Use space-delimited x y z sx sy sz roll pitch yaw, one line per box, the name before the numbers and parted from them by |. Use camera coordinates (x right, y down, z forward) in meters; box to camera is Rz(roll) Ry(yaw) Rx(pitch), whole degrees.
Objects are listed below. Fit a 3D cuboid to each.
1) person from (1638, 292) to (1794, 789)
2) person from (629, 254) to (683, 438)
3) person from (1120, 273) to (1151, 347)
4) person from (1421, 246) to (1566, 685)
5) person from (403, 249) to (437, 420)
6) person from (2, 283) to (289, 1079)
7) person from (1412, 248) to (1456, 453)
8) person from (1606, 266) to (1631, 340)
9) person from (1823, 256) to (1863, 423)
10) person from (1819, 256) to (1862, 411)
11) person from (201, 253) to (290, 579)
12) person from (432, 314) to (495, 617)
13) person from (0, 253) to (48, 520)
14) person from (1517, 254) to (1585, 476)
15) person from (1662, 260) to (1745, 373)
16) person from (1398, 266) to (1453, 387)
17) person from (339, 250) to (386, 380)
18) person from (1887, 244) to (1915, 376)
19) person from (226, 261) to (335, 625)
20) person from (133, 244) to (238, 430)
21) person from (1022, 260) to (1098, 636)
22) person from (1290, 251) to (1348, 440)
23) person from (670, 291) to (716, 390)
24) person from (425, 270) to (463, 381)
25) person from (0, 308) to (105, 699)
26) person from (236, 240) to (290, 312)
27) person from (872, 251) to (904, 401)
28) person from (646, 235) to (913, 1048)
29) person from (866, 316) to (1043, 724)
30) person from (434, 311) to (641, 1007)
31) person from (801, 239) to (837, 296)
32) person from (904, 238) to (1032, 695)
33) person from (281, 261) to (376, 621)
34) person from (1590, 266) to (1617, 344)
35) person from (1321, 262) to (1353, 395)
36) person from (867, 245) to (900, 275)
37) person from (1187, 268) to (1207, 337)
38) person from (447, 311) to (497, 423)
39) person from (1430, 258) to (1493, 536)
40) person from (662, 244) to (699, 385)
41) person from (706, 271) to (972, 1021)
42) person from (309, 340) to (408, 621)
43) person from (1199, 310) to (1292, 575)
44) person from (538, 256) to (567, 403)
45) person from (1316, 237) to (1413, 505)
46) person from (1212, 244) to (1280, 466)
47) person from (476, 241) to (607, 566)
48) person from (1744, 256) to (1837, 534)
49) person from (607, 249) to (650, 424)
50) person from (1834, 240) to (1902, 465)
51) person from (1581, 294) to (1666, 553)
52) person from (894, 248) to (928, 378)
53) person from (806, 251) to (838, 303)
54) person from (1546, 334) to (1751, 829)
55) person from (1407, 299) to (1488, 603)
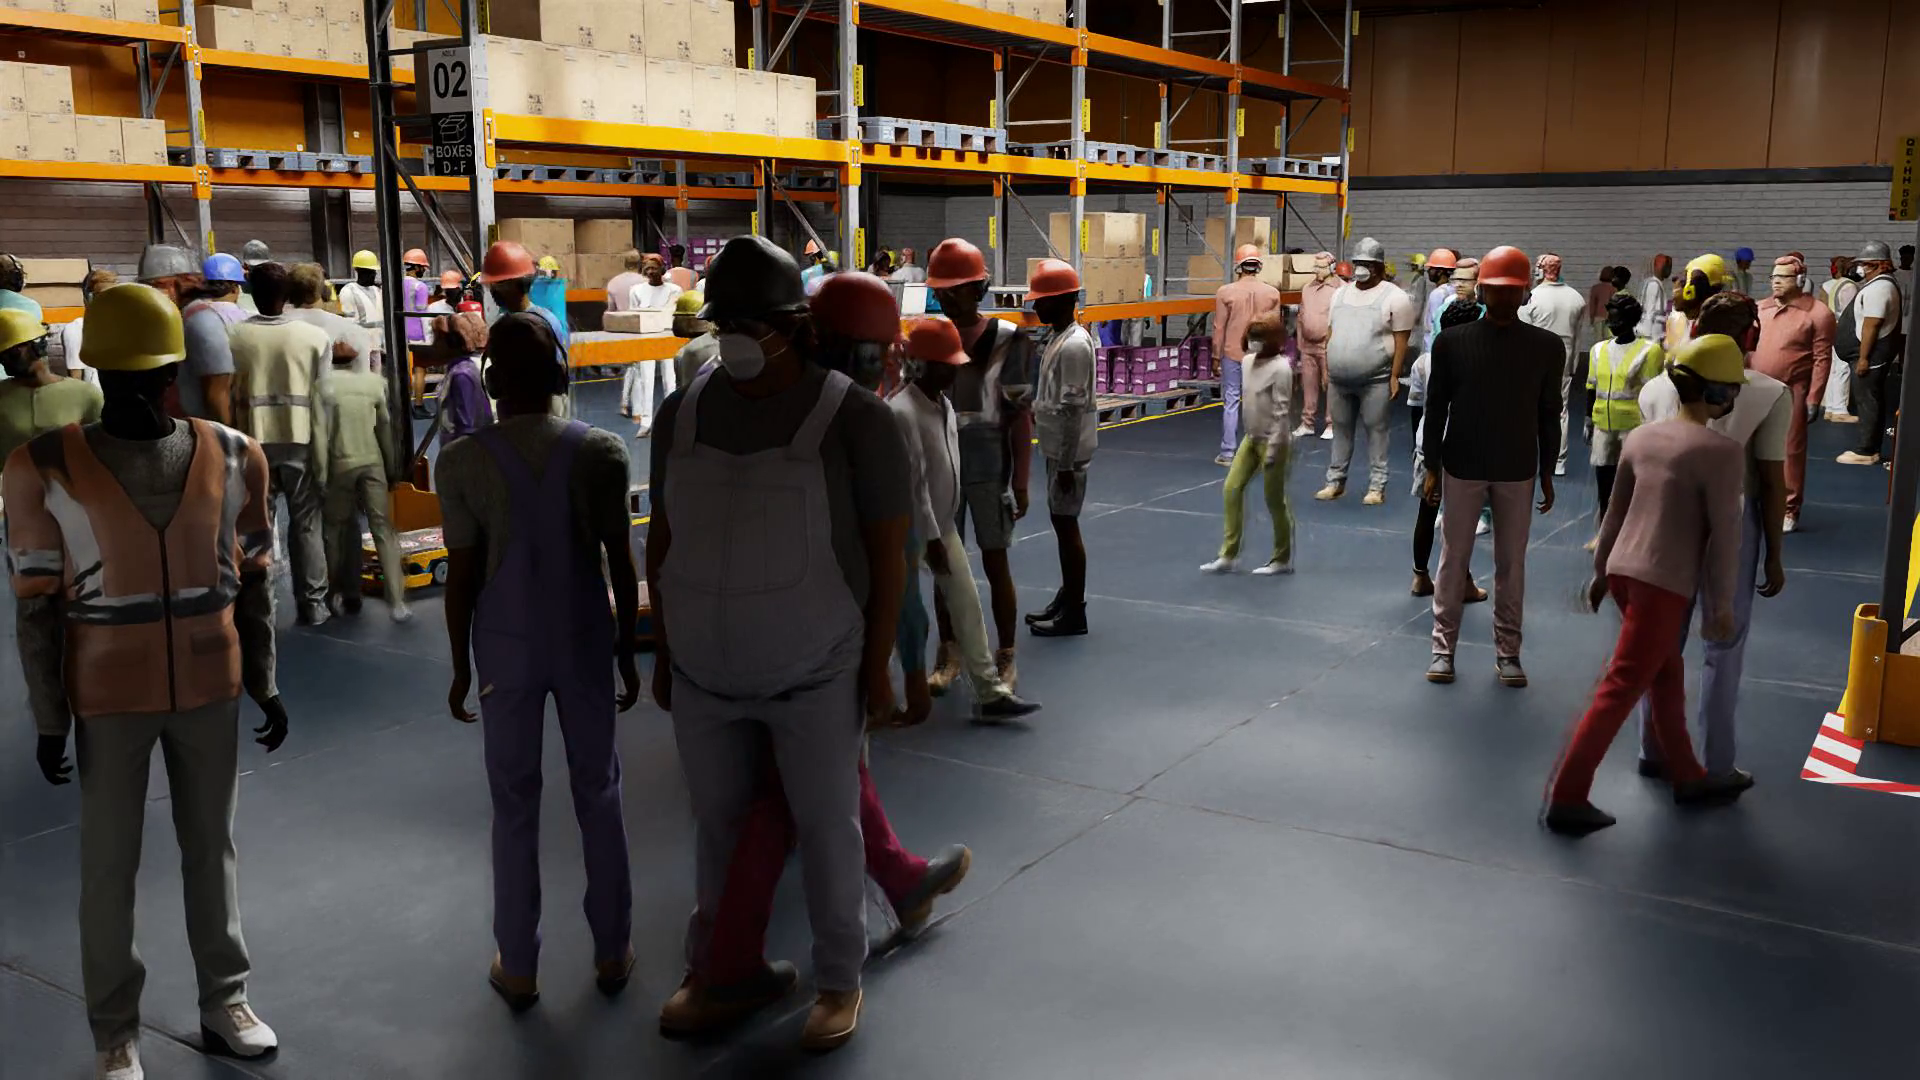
person | 2.736 0.015 6.123 0.394 1.836 0.560 -8 13 -36
person | -3.098 -1.979 17.037 0.575 1.881 0.356 0 10 2
person | 2.410 -3.156 23.688 0.619 1.838 0.430 1 10 3
person | 2.418 -0.330 7.585 0.612 1.996 0.376 2 10 11
person | -6.145 -2.315 18.794 0.549 1.924 0.387 7 12 34
person | -1.919 0.353 3.998 0.589 1.923 0.383 -9 13 -40
person | 4.515 -1.771 15.716 0.351 1.942 0.547 7 12 33
person | 8.282 -2.587 20.920 0.317 1.695 0.540 1 10 8
person | 9.916 -2.239 18.593 0.429 1.844 0.627 3 11 14
person | 10.398 -2.434 19.700 0.565 1.836 0.392 -3 11 -16
person | -4.315 -0.717 9.868 0.614 1.942 0.406 -3 11 -14
person | -2.661 -0.402 9.006 0.316 1.629 0.526 -3 11 -14
person | -6.828 -1.092 11.998 0.629 1.931 0.377 3 11 16
person | 4.988 -1.479 14.226 0.644 1.901 0.399 -3 11 -16
person | 5.301 -1.034 11.798 0.802 1.893 0.608 -6 12 -30
person | 6.499 -2.965 22.697 0.492 1.809 0.955 -9 13 -39
person | -6.003 -1.963 16.857 0.391 1.919 0.590 3 11 16
person | 13.968 -3.398 24.706 0.599 1.958 0.372 2 10 9
person | -3.565 -0.489 8.707 0.587 1.912 0.382 -4 11 -21
person | -4.094 -0.537 8.604 0.822 2.000 0.706 -7 12 -34
person | 0.506 -0.462 8.520 0.390 1.926 0.550 0 10 -3
person | 3.683 -1.979 16.974 0.408 1.907 0.638 -9 14 -42
person | -1.520 -0.596 9.799 0.406 1.722 0.488 4 11 23
person | -5.334 -1.999 17.630 0.578 1.718 0.834 -1 10 -6
person | -3.827 -0.118 7.123 0.666 1.746 0.394 -4 11 -20
person | -6.370 -1.725 15.190 0.676 2.000 0.536 -4 11 -23
person | -0.793 -2.099 17.637 0.597 1.909 0.405 -9 14 -41
person | -0.491 0.268 4.145 0.688 2.000 0.536 3 11 16
person | -0.069 -0.053 6.837 0.857 1.710 0.569 5 11 25
person | -1.103 0.322 4.411 0.506 1.839 0.343 -4 11 -20
person | -1.825 -2.856 21.487 0.605 2.035 0.403 -8 13 -38
person | 0.017 -0.299 7.328 0.617 2.029 0.409 4 11 22
person | -3.455 -0.521 8.908 0.631 1.916 0.541 -3 11 -16
person | 10.041 -3.441 25.838 0.531 1.615 0.387 9 13 40
person | 4.961 -2.746 21.677 0.570 1.743 0.351 -4 11 -21
person | -1.246 -3.945 27.776 0.627 1.940 0.373 -6 12 -32
person | 3.503 -3.287 24.699 0.313 1.737 0.486 -3 11 -14
person | -2.701 -0.456 9.297 0.318 1.631 0.524 2 10 9
person | 3.476 -0.982 11.484 0.398 1.898 0.645 -7 12 -34
person | -3.920 -3.139 23.225 0.604 1.966 0.367 -6 12 -29
person | -0.314 0.258 4.491 1.039 1.931 0.638 -9 13 -40
person | -3.266 -0.366 8.942 0.739 1.585 0.521 9 13 40
person | 1.731 -0.561 9.933 0.688 1.603 0.532 -4 11 -21
person | -5.126 -2.606 20.686 0.404 1.823 0.591 -8 13 -39
person | 3.073 -1.290 12.779 0.677 2.000 0.536 8 13 39
person | 2.562 -1.653 14.957 0.613 1.987 0.408 -2 10 -9
person | -2.273 -0.585 8.920 0.593 2.021 0.634 -9 13 -40
person | 5.673 -1.002 11.552 0.405 1.911 0.636 -7 12 -33
person | -3.555 -2.247 18.395 0.635 1.922 0.460 5 12 28
person | 8.228 -1.712 15.115 0.536 2.000 0.684 7 12 34
person | 4.226 -0.728 10.649 0.325 1.685 0.537 -7 12 -34
person | -0.767 -3.330 24.457 0.408 1.906 0.654 9 14 41
person | -1.661 -2.644 20.734 0.637 1.896 0.471 -4 11 -23
person | 2.421 0.149 5.722 0.874 1.696 0.538 -3 11 -14
person | 2.765 -0.498 9.344 0.317 1.695 0.540 -9 14 -41
